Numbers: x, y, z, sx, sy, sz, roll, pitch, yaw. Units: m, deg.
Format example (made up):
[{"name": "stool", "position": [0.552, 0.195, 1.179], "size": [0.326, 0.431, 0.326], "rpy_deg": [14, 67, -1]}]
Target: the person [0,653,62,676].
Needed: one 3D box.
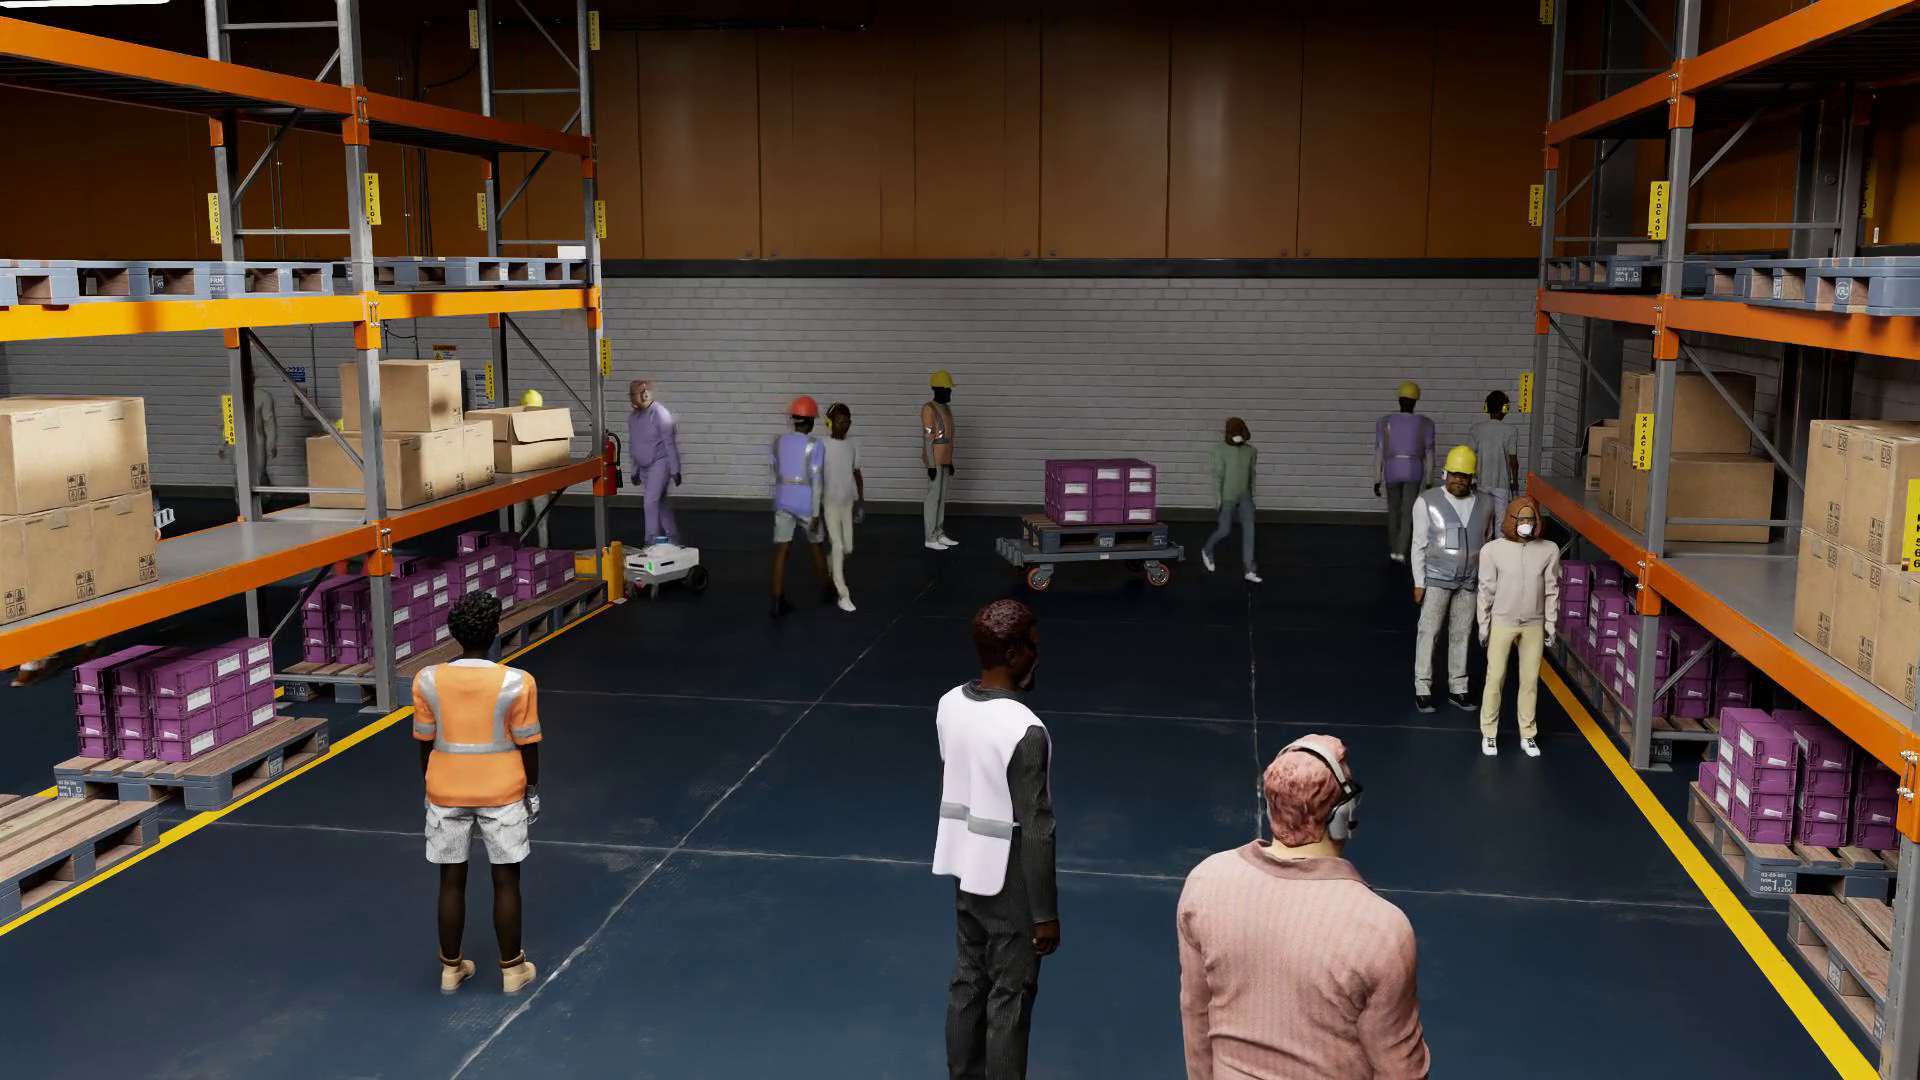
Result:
[{"name": "person", "position": [-6.940, 0.043, 12.298], "size": [0.629, 1.939, 0.372], "rpy_deg": [2, 9, 11]}]

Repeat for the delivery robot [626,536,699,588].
[{"name": "delivery robot", "position": [-2.722, 0.211, 15.229], "size": [0.477, 0.478, 0.707], "rpy_deg": [6, 11, 32]}]

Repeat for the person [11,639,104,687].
[{"name": "person", "position": [-6.705, 0.098, 12.304], "size": [0.584, 1.838, 1.008], "rpy_deg": [0, 9, -1]}]

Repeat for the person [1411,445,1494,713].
[{"name": "person", "position": [3.346, 0.264, 11.281], "size": [0.588, 1.827, 0.404], "rpy_deg": [-1, 9, -9]}]

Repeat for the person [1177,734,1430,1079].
[{"name": "person", "position": [0.832, 1.403, 3.998], "size": [0.641, 1.913, 0.408], "rpy_deg": [9, 13, 43]}]

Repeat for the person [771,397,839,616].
[{"name": "person", "position": [-1.388, -0.315, 14.660], "size": [0.557, 1.881, 0.967], "rpy_deg": [4, 10, 23]}]

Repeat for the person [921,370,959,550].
[{"name": "person", "position": [-0.215, -0.865, 17.934], "size": [0.364, 1.928, 0.586], "rpy_deg": [3, 10, 20]}]

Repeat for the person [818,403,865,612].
[{"name": "person", "position": [-1.113, -0.318, 14.862], "size": [0.549, 1.836, 0.803], "rpy_deg": [-6, 11, -33]}]

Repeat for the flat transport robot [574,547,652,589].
[{"name": "flat transport robot", "position": [-3.277, 0.247, 16.166], "size": [0.652, 0.197, 1.431], "rpy_deg": [-8, 12, -40]}]

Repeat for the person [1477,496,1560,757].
[{"name": "person", "position": [3.427, 0.533, 10.244], "size": [0.493, 1.624, 0.282], "rpy_deg": [0, 9, -1]}]

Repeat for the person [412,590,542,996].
[{"name": "person", "position": [-1.981, 1.048, 6.869], "size": [0.530, 1.689, 0.322], "rpy_deg": [0, 9, -1]}]

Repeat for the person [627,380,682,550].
[{"name": "person", "position": [-3.252, -0.735, 17.389], "size": [0.844, 1.856, 0.652], "rpy_deg": [-9, 13, -43]}]

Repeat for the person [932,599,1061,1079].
[{"name": "person", "position": [0.125, 1.143, 5.573], "size": [0.391, 1.920, 0.593], "rpy_deg": [-6, 11, -31]}]

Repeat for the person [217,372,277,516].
[{"name": "person", "position": [-8.484, -1.156, 19.852], "size": [0.666, 1.901, 0.894], "rpy_deg": [-2, 10, -15]}]

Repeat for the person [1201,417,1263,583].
[{"name": "person", "position": [2.627, -0.411, 16.148], "size": [0.513, 1.598, 0.710], "rpy_deg": [-4, 10, -23]}]

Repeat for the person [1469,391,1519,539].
[{"name": "person", "position": [5.071, -0.490, 15.818], "size": [0.521, 1.865, 0.328], "rpy_deg": [7, 12, 38]}]

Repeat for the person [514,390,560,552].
[{"name": "person", "position": [-4.250, -0.585, 16.551], "size": [0.593, 1.820, 0.404], "rpy_deg": [-3, 10, -17]}]

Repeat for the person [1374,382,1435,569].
[{"name": "person", "position": [4.491, -0.660, 16.848], "size": [0.586, 1.881, 0.996], "rpy_deg": [3, 10, 20]}]

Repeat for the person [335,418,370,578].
[{"name": "person", "position": [-5.233, -0.185, 14.292], "size": [0.525, 1.754, 0.379], "rpy_deg": [1, 9, 7]}]
